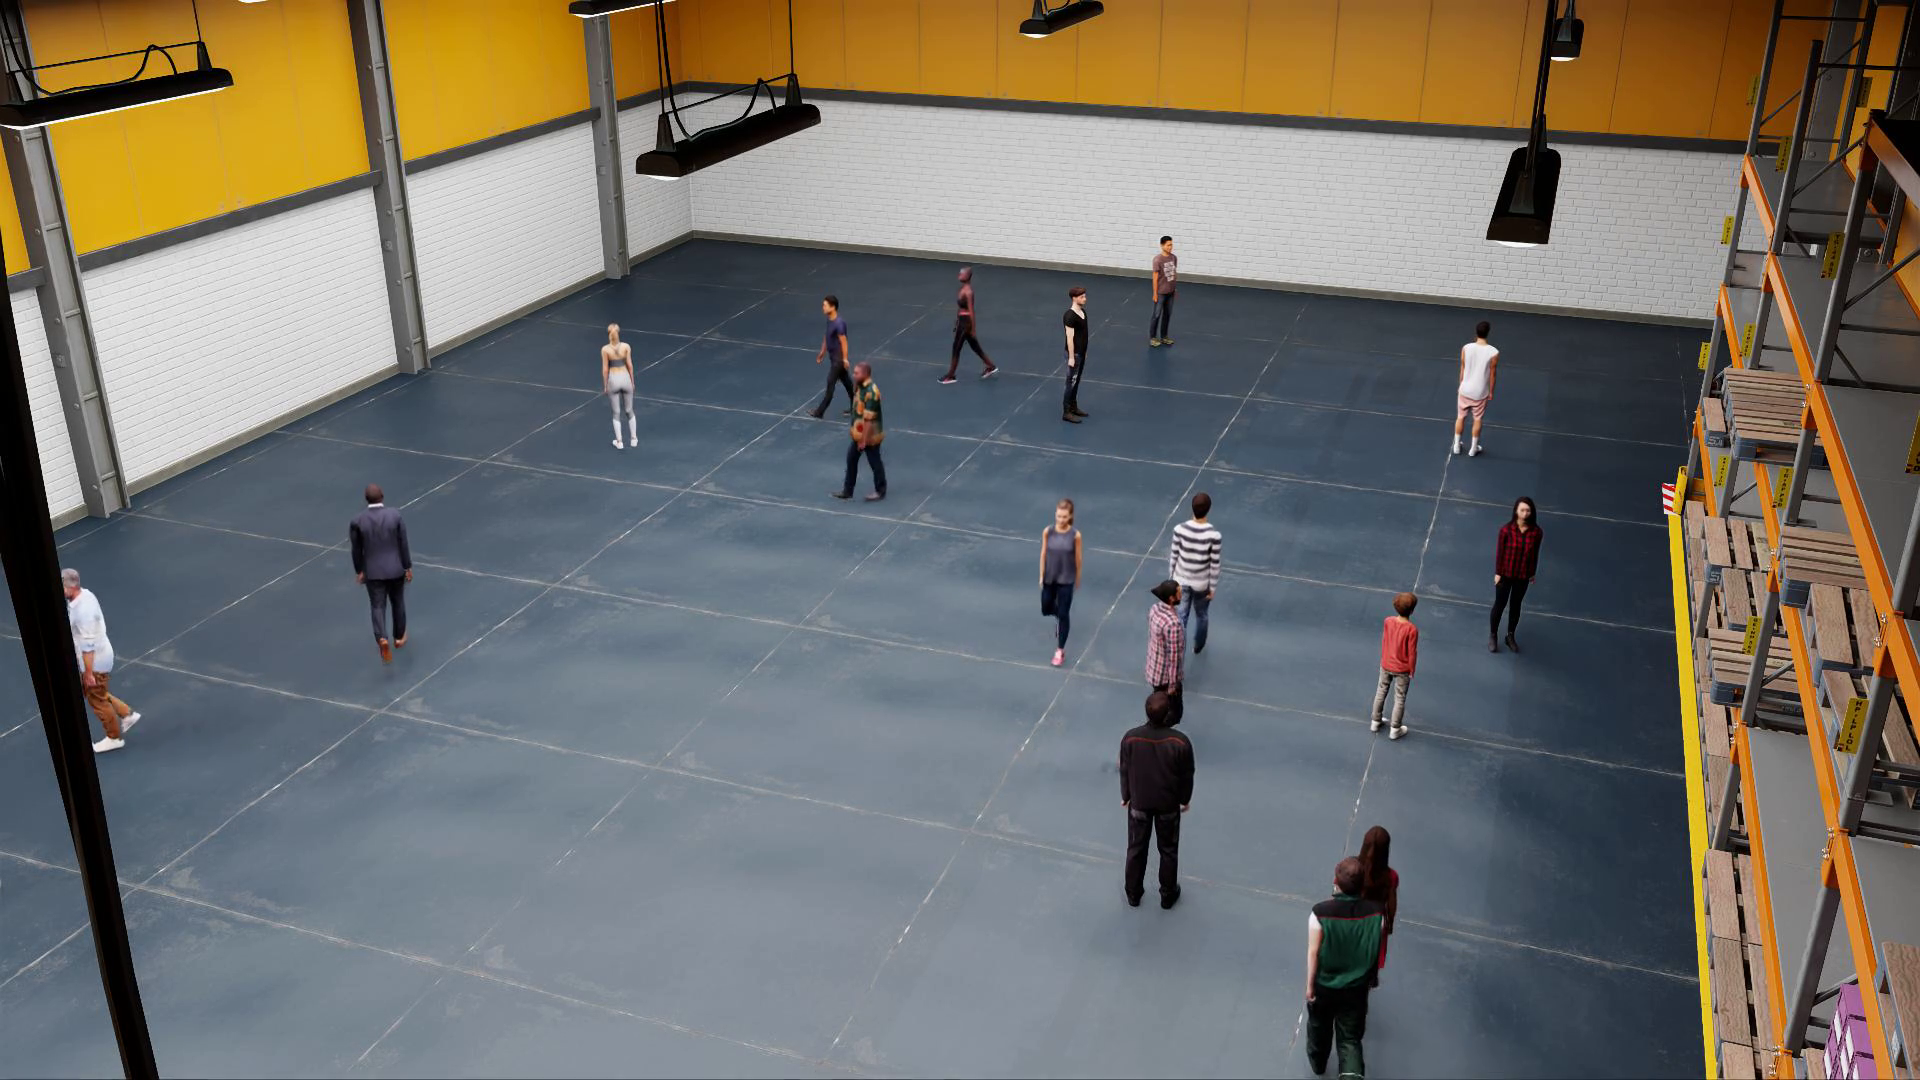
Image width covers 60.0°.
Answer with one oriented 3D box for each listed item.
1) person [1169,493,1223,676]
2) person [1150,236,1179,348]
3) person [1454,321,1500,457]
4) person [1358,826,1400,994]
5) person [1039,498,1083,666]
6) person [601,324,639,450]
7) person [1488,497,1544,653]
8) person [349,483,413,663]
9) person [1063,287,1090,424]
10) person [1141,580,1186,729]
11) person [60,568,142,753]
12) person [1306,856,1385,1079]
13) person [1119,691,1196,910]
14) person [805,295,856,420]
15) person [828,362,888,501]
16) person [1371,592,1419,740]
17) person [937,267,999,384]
[{"bbox_3d":[2.244,0.463,16.213,0.763,1.811,1.212,5,24,12],"label":"person"},{"bbox_3d":[3.228,-3.960,26.376,0.667,1.775,0.762,-16,28,-32],"label":"person"},{"bbox_3d":[6.753,-1.991,21.861,0.648,1.784,0.601,12,26,25],"label":"person"},{"bbox_3d":[2.782,2.704,11.439,0.623,1.529,0.875,5,24,12],"label":"person"},{"bbox_3d":[1.015,0.375,16.541,0.565,1.711,0.842,8,25,17],"label":"person"},{"bbox_3d":[-4.529,-2.054,22.107,0.649,1.702,0.700,-9,25,-19],"label":"person"},{"bbox_3d":[5.555,0.331,16.708,0.649,1.658,0.624,0,24,0],"label":"person"},{"bbox_3d":[-5.710,0.344,16.503,1.043,1.797,1.157,-6,24,-14],"label":"person"},{"bbox_3d":[1.600,-2.602,23.120,0.751,1.896,0.508,10,26,22],"label":"person"},{"bbox_3d":[1.750,1.172,14.670,1.031,1.748,0.996,-7,25,-15],"label":"person"},{"bbox_3d":[-7.670,1.048,14.881,0.907,1.807,0.852,-12,26,-25],"label":"person"},{"bbox_3d":[2.450,2.887,10.668,0.905,1.812,1.238,1,24,2],"label":"person"},{"bbox_3d":[1.484,1.988,12.692,0.754,1.837,0.618,5,24,10],"label":"person"},{"bbox_3d":[-1.608,-2.543,23.165,1.083,1.752,1.079,-7,25,-17],"label":"person"},{"bbox_3d":[-1.053,-1.318,20.323,1.099,1.784,1.038,-11,26,-23],"label":"person"},{"bbox_3d":[3.978,1.132,15.176,0.590,1.415,0.578,-21,31,-39],"label":"person"},{"bbox_3d":[0.198,-3.170,24.641,1.135,1.717,1.177,-6,24,-14],"label":"person"}]
